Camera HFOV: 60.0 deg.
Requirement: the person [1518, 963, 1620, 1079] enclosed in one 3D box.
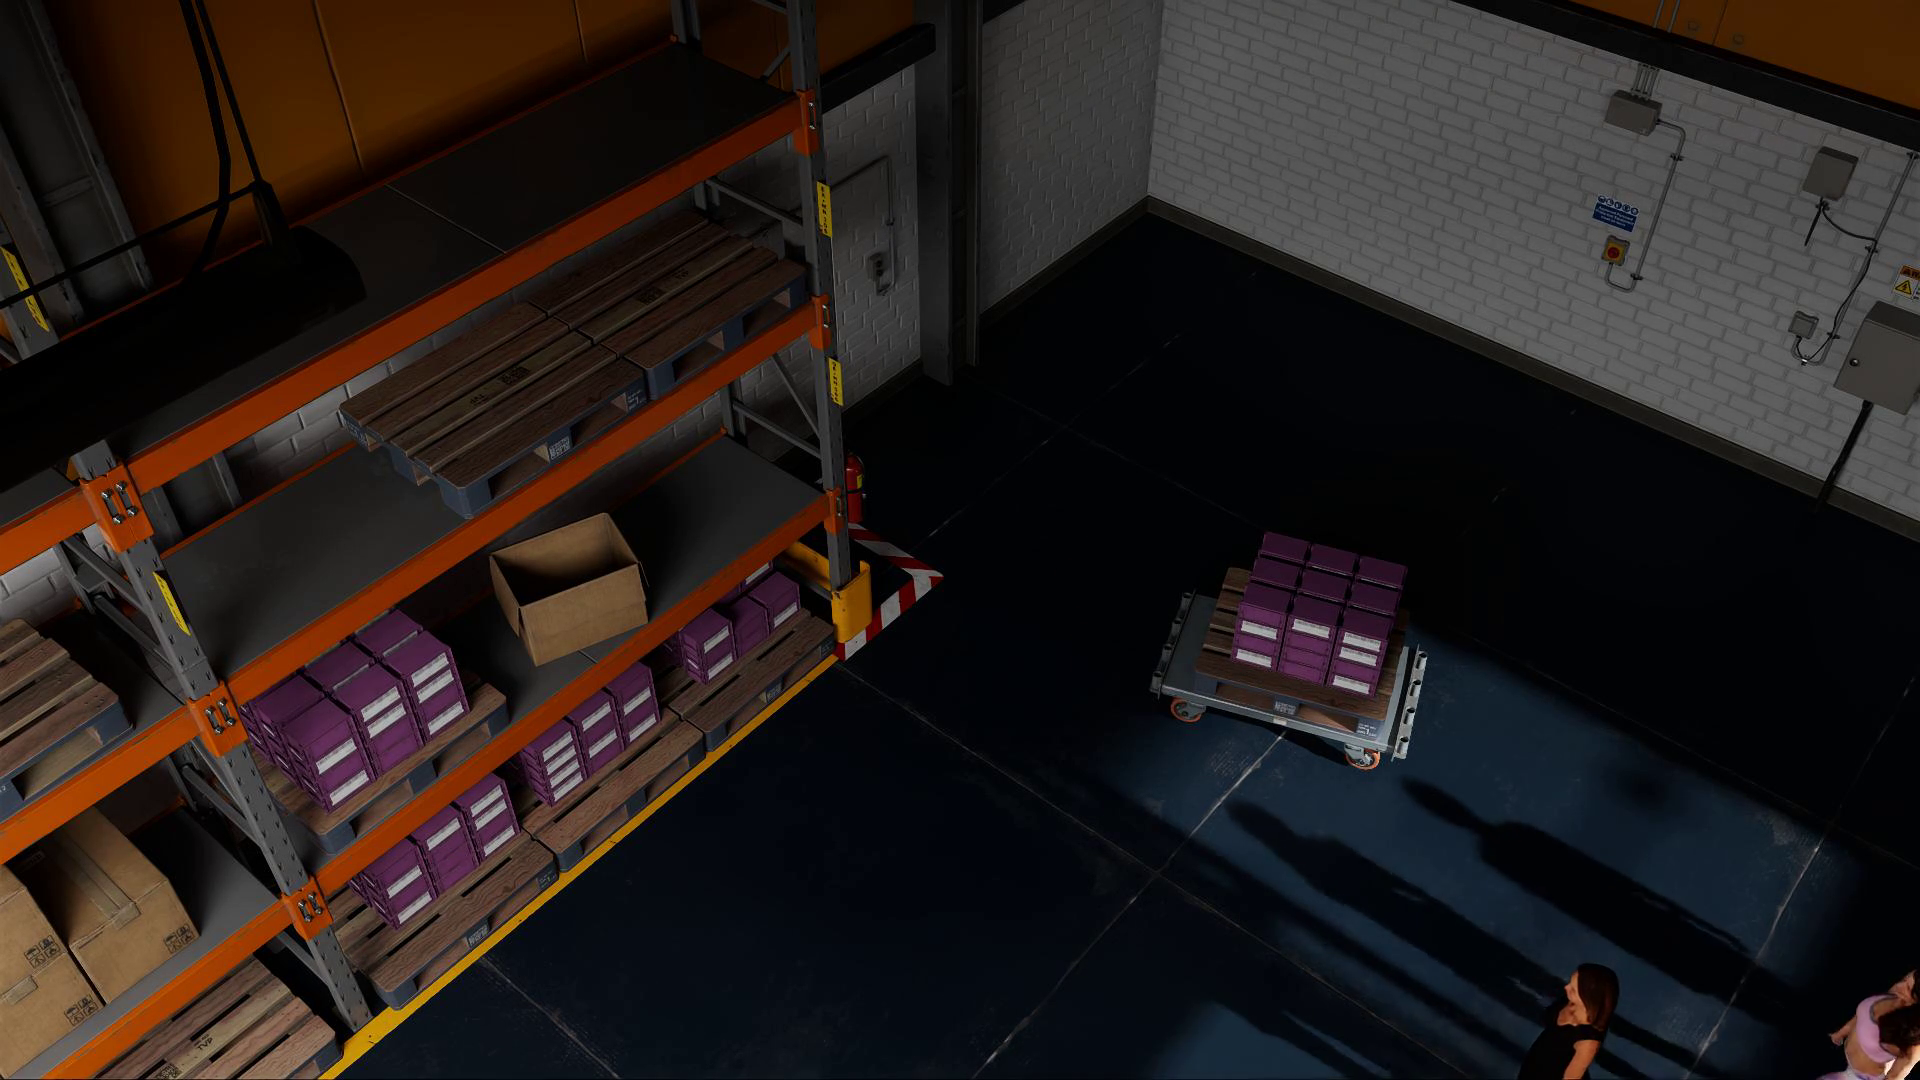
[{"bbox_3d":[2.898,2.622,8.108,0.719,1.835,0.630,4,44,4],"label":"person"}]
